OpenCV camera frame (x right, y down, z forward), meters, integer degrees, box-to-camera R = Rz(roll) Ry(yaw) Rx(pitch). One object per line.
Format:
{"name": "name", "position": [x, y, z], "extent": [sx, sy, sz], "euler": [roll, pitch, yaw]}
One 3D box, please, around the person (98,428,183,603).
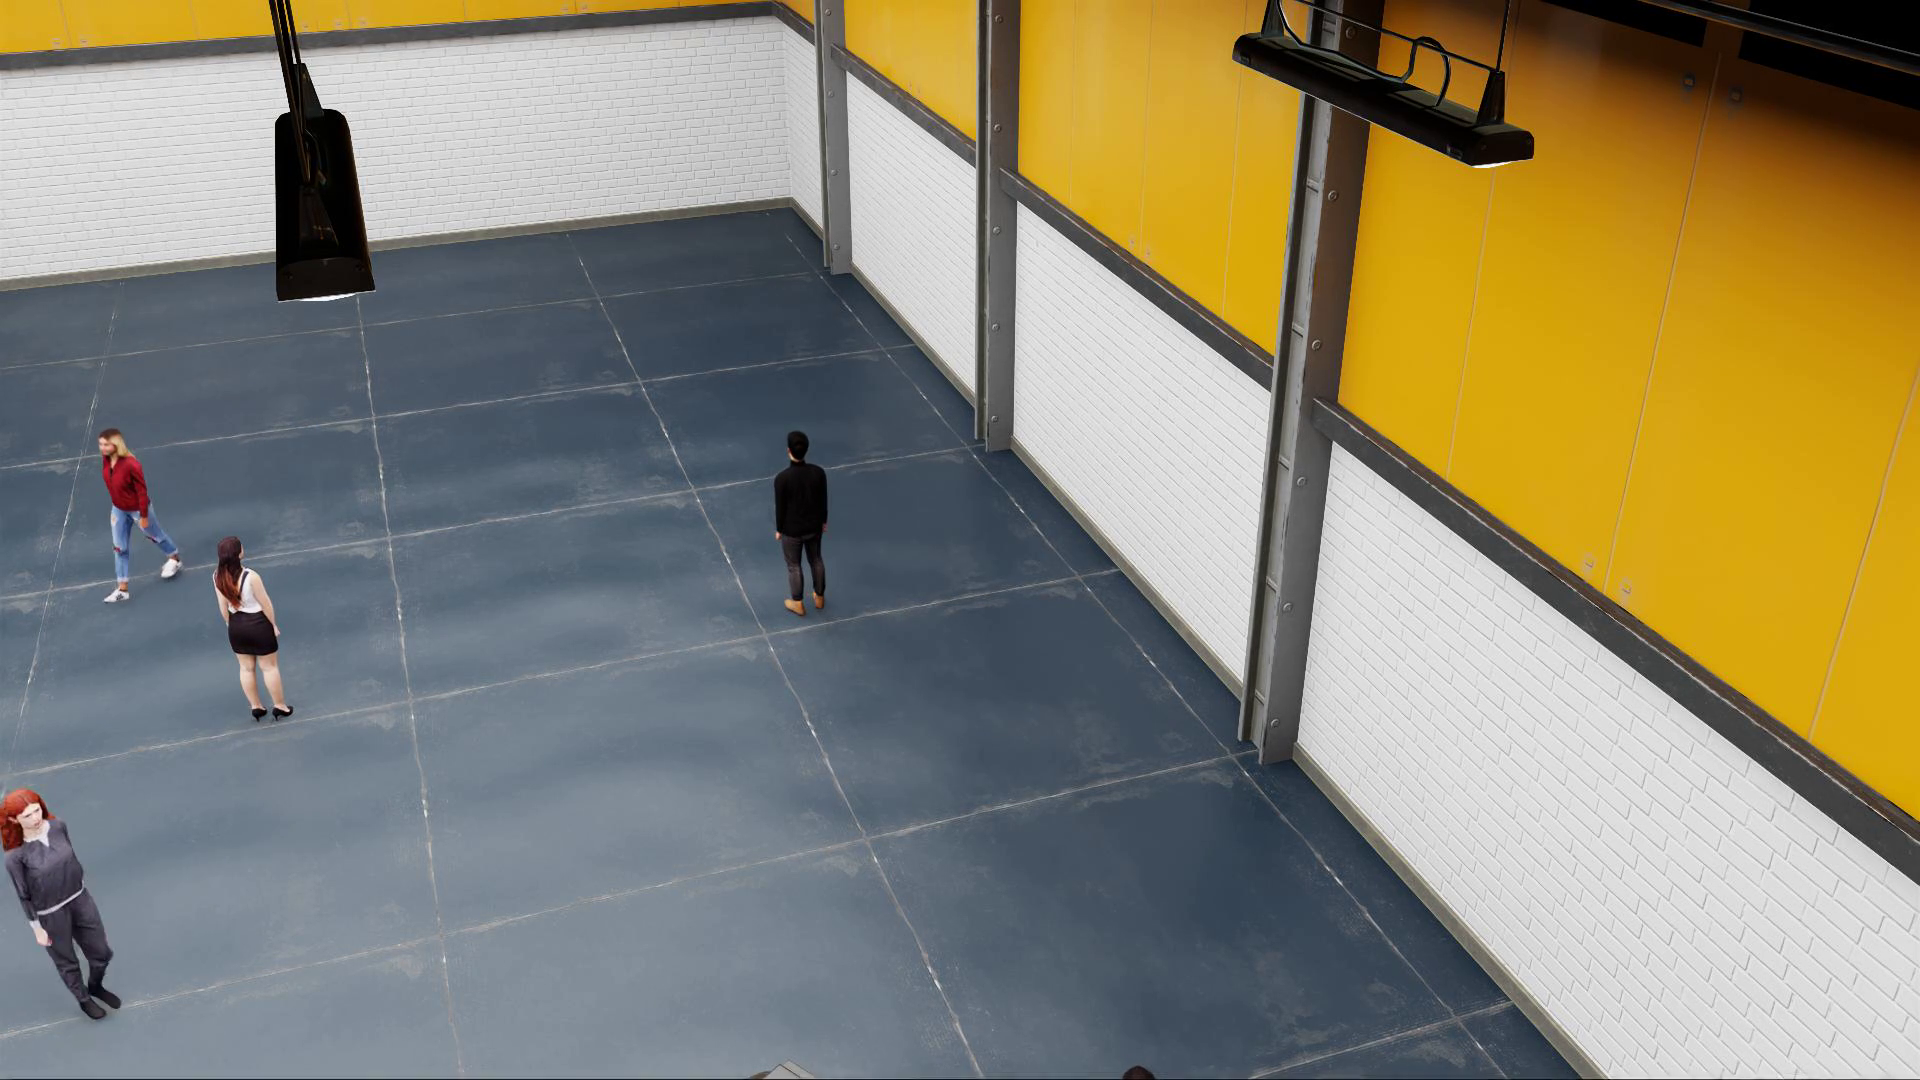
{"name": "person", "position": [-7.404, -0.282, 15.014], "extent": [1.040, 1.581, 1.170], "euler": [9, 30, 16]}

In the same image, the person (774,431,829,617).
{"name": "person", "position": [-1.395, -0.151, 14.627], "extent": [0.679, 1.722, 0.568], "euler": [-14, 32, -25]}

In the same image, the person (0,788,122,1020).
{"name": "person", "position": [-5.586, 2.239, 10.205], "extent": [0.747, 1.762, 0.697], "euler": [15, 32, 25]}

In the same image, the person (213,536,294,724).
{"name": "person", "position": [-5.602, 0.709, 13.128], "extent": [0.617, 1.649, 0.615], "euler": [1, 29, 1]}
